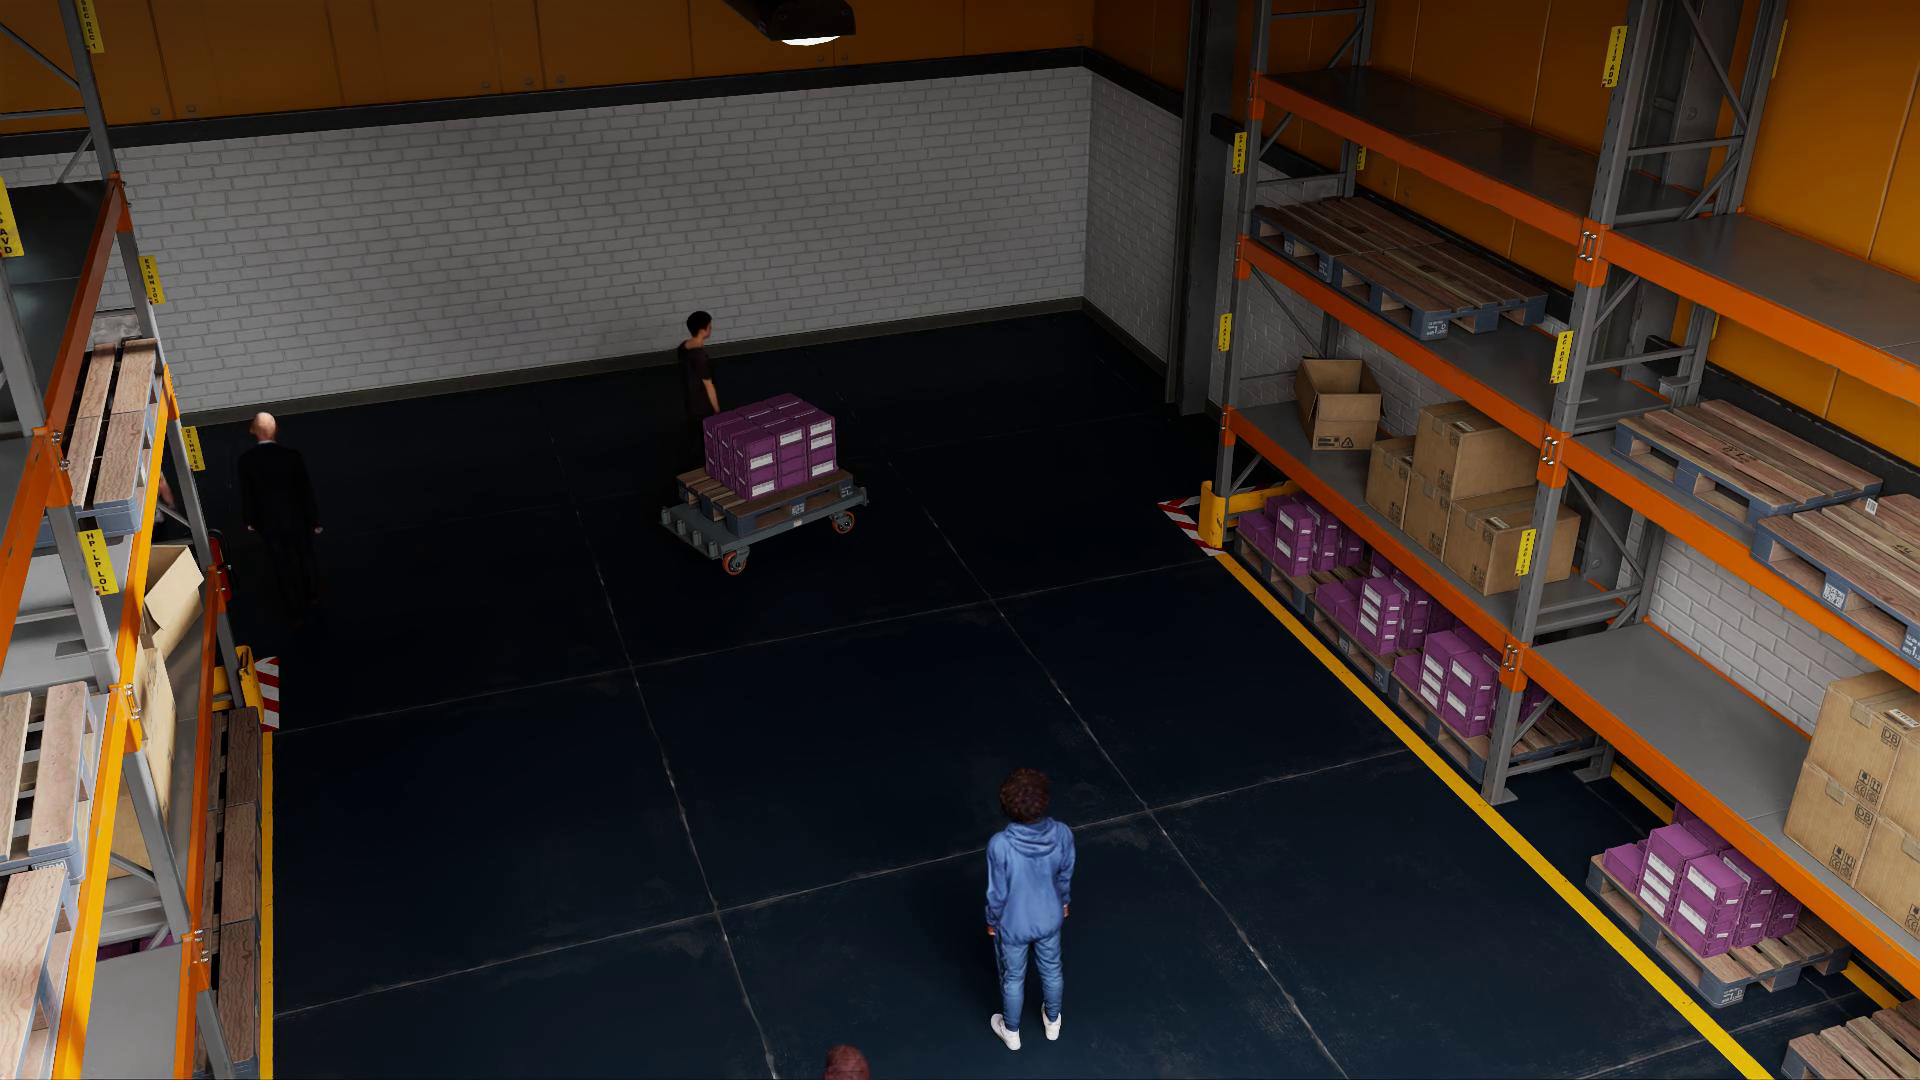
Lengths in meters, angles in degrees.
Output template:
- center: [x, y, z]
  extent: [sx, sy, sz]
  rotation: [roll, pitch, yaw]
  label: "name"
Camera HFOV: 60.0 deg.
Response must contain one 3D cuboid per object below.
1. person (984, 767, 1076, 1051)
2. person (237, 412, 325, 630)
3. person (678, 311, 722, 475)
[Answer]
- center: [0.374, 2.034, 9.139]
  extent: [0.678, 1.805, 0.551]
  rotation: [-8, 30, -15]
  label: "person"
- center: [-5.335, -0.110, 13.098]
  extent: [0.729, 1.777, 0.814]
  rotation: [-9, 30, -16]
  label: "person"
- center: [-2.445, -1.266, 15.311]
  extent: [0.786, 1.688, 0.904]
  rotation: [-16, 32, -27]
  label: "person"
